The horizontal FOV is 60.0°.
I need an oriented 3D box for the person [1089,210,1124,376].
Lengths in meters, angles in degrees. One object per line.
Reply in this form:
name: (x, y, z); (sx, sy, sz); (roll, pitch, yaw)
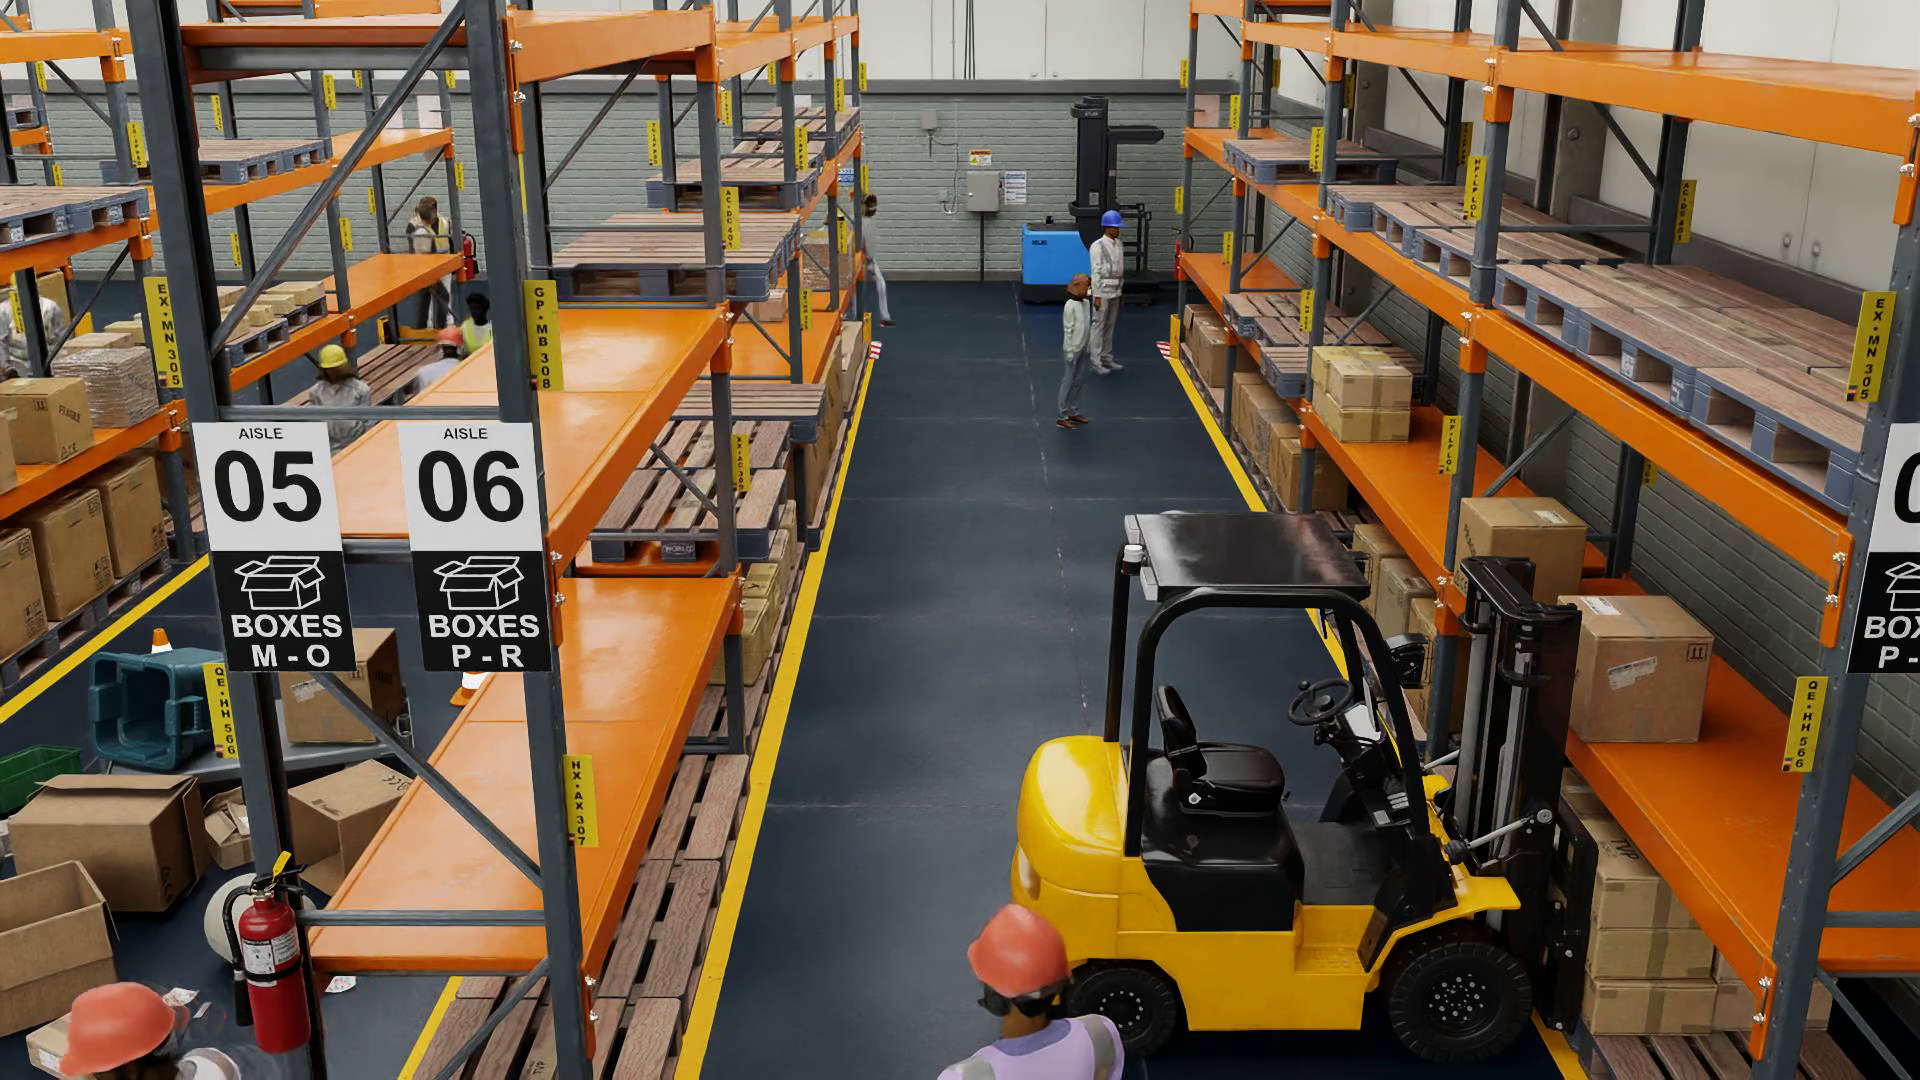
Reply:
person: (1.767, -2.963, 19.913); (0.387, 1.948, 0.602); (13, 22, 34)

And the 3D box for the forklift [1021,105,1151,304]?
forklift: (1.857, -4.944, 24.441); (1.873, 2.768, 1.129); (0, 18, 0)

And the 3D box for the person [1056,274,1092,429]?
person: (1.221, -1.986, 17.471); (0.288, 1.629, 0.499); (11, 21, 30)

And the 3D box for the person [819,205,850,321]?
person: (-1.661, -3.628, 22.265); (0.489, 1.737, 0.322); (-8, 20, -23)

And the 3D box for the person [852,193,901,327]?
person: (-1.156, -3.753, 22.498); (0.830, 1.828, 0.483); (11, 21, 29)

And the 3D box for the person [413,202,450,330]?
person: (-6.819, -3.458, 21.609); (0.685, 1.814, 0.549); (-5, 19, -15)

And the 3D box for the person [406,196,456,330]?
person: (-7.040, -3.676, 22.253); (0.430, 1.835, 0.632); (16, 24, 39)

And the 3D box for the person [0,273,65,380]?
person: (-9.239, -1.774, 16.551); (0.609, 1.801, 0.821); (-5, 19, -15)

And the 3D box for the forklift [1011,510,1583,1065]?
forklift: (1.387, 1.055, 7.378); (2.313, 2.155, 1.214); (0, 18, 0)

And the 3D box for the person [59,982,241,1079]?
person: (-2.189, 2.085, 4.703); (0.437, 1.911, 0.551); (-2, 18, -5)

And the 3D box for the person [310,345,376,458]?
person: (-4.991, -0.740, 13.527); (0.497, 1.735, 0.328); (-2, 18, -6)

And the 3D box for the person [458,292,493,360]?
person: (-4.620, -1.604, 16.265); (0.538, 1.650, 0.869); (2, 18, 5)

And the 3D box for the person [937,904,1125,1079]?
person: (0.171, 1.976, 4.826); (0.609, 2.047, 0.370); (-12, 22, -32)
